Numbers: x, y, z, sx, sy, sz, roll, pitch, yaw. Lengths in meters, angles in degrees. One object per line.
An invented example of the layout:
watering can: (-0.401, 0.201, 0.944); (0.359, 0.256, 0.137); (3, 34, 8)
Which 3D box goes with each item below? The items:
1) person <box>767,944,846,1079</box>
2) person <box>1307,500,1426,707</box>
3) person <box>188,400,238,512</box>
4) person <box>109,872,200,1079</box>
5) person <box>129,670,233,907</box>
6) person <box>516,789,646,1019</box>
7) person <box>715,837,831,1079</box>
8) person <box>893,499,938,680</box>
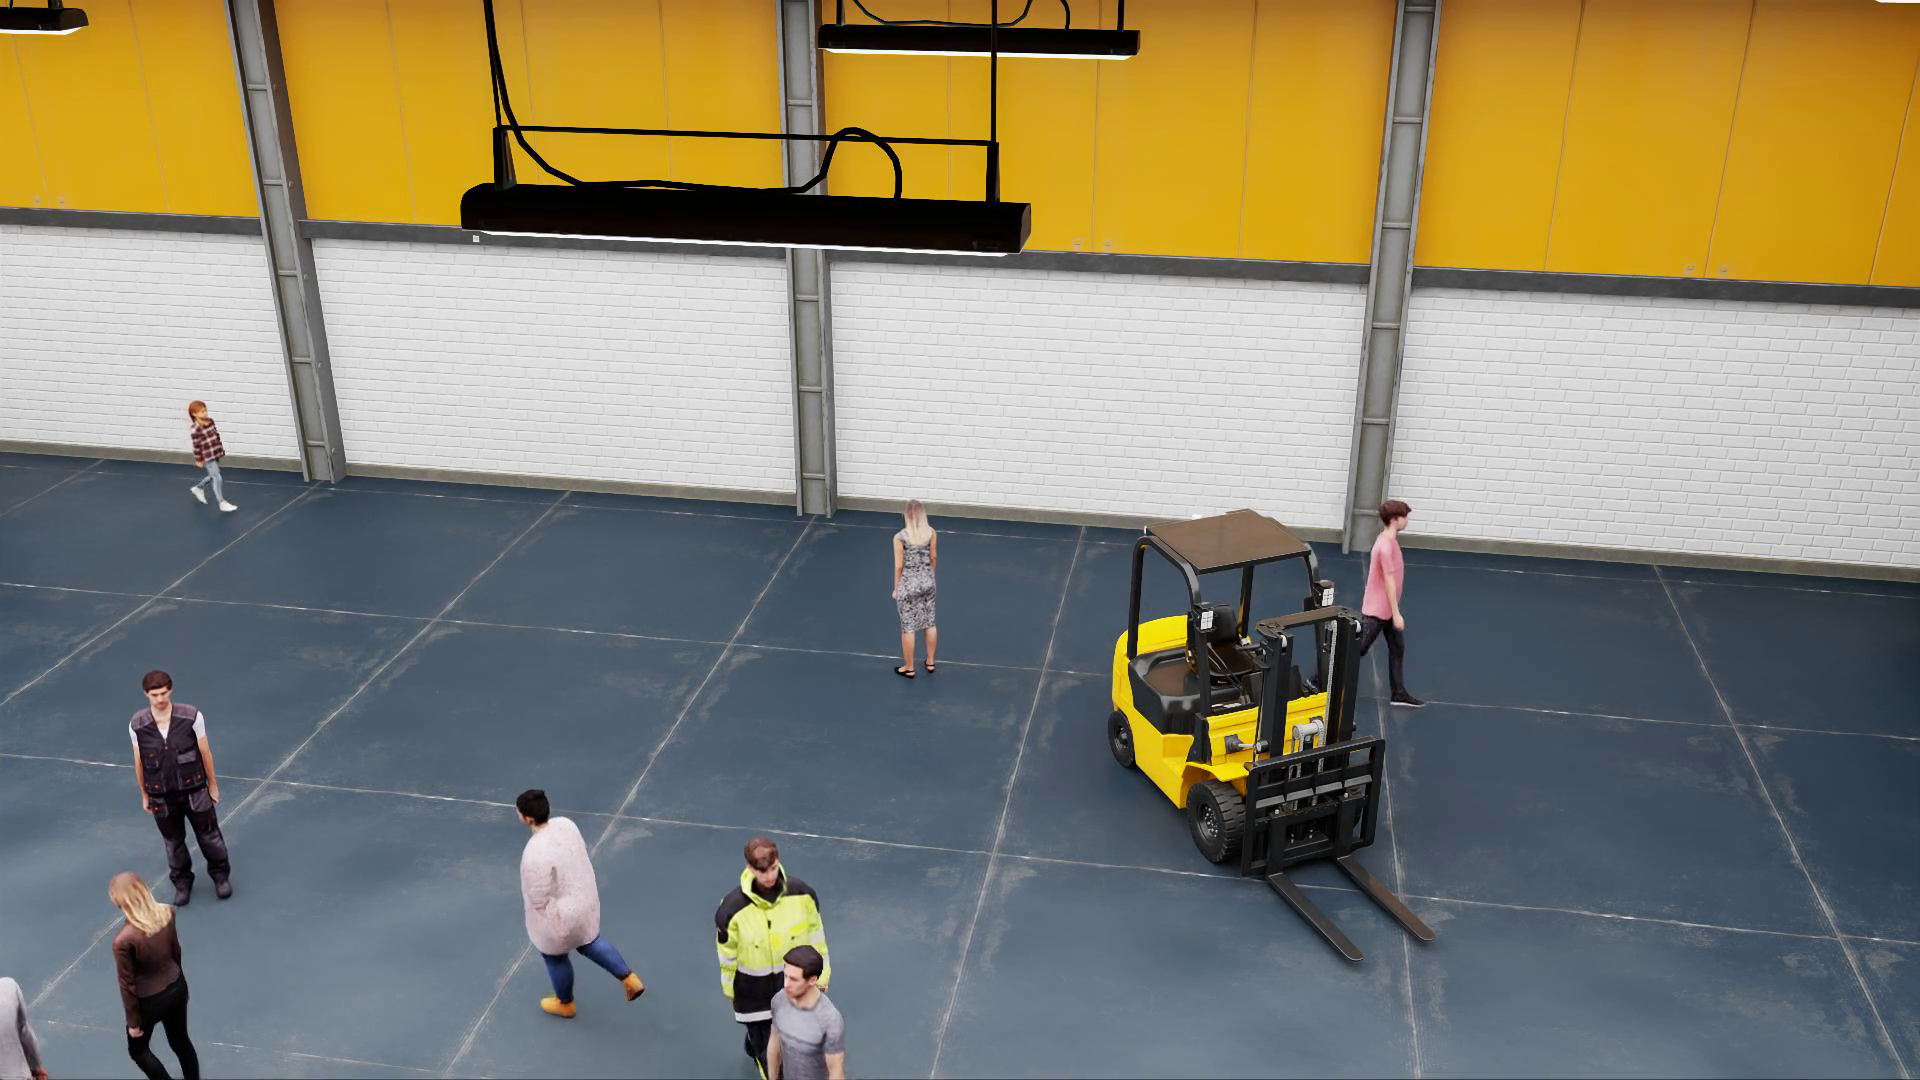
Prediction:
person: (-0.734, 2.953, 8.963); (0.863, 1.852, 0.916); (18, 29, 35)
person: (3.504, 0.587, 14.294); (1.278, 1.916, 0.759); (8, 25, 18)
person: (-8.445, -0.953, 18.601); (0.833, 1.289, 0.538); (5, 24, 12)
person: (-4.626, 2.706, 9.731); (0.603, 1.690, 0.680); (8, 25, 17)
person: (-5.517, 1.741, 11.747); (0.698, 1.843, 0.808); (-8, 25, -17)
person: (-2.436, 2.343, 10.527); (1.035, 1.717, 0.835); (11, 26, 24)
person: (-1.147, 2.537, 9.826); (1.345, 1.922, 1.358); (-14, 27, -29)
person: (-0.394, 0.434, 14.907); (0.606, 1.705, 0.700); (-11, 26, -23)
